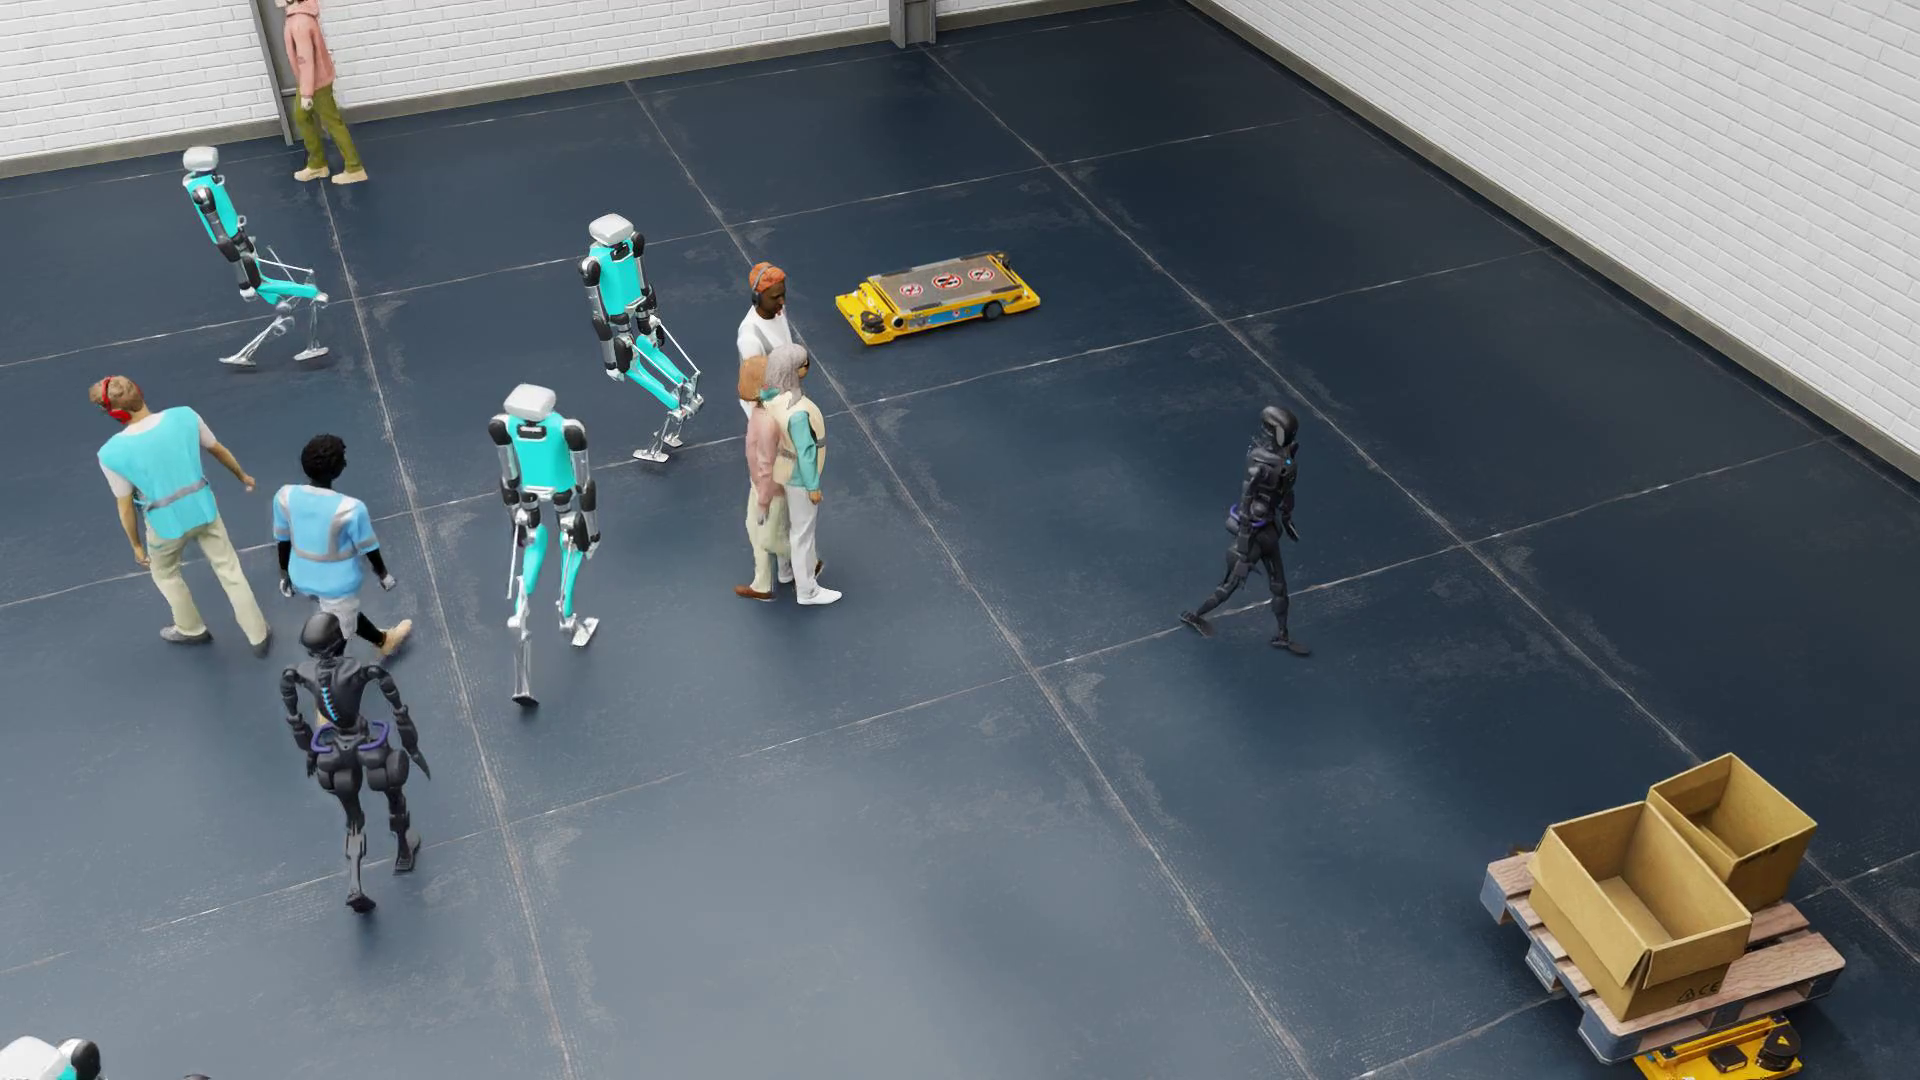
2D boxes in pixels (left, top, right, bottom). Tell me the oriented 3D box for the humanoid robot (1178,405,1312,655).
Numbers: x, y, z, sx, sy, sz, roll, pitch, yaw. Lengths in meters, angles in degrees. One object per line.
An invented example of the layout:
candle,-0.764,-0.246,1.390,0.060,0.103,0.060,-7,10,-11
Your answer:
humanoid robot,1.652,-0.053,9.224,0.772,1.627,0.589,24,43,28

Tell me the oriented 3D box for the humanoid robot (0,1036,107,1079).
humanoid robot,-2.861,2.456,5.895,0.699,1.818,0.530,9,39,12

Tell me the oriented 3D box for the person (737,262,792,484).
person,-1.128,-0.808,10.002,0.361,1.882,0.573,6,38,8

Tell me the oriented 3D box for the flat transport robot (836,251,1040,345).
flat transport robot,-0.168,-1.857,12.690,1.431,0.231,0.659,-15,40,-19

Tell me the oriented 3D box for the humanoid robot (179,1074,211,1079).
humanoid robot,-2.504,2.427,5.963,0.590,1.644,0.383,14,40,17

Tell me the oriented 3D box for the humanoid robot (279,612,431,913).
humanoid robot,-2.818,1.046,7.763,0.590,1.634,0.554,-2,38,-3

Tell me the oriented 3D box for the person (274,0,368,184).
person,-5.523,-3.836,13.996,0.738,1.816,0.561,-13,39,-16

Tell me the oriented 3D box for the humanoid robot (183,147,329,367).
humanoid robot,-4.834,-1.924,11.579,0.987,1.752,0.543,-12,39,-15

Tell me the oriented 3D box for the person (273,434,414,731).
person,-3.329,0.186,8.908,0.538,1.621,0.924,13,40,17

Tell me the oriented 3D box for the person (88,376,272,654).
person,-4.256,-0.168,9.226,0.663,1.814,0.778,29,46,33

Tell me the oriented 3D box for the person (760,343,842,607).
person,-0.962,-0.370,9.573,0.366,1.709,0.462,-19,41,-23

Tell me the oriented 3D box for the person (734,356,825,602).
person,-1.080,-0.316,9.592,0.540,1.596,0.560,-8,38,-11

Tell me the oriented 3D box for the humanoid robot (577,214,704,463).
humanoid robot,-1.940,-1.224,10.552,0.735,1.677,0.533,20,42,24

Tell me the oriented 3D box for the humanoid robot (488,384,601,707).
humanoid robot,-2.280,0.118,8.953,0.544,1.798,0.931,6,38,7

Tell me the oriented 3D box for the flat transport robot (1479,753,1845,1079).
flat transport robot,3.166,1.941,7.747,0.659,0.231,1.431,-11,39,-14
